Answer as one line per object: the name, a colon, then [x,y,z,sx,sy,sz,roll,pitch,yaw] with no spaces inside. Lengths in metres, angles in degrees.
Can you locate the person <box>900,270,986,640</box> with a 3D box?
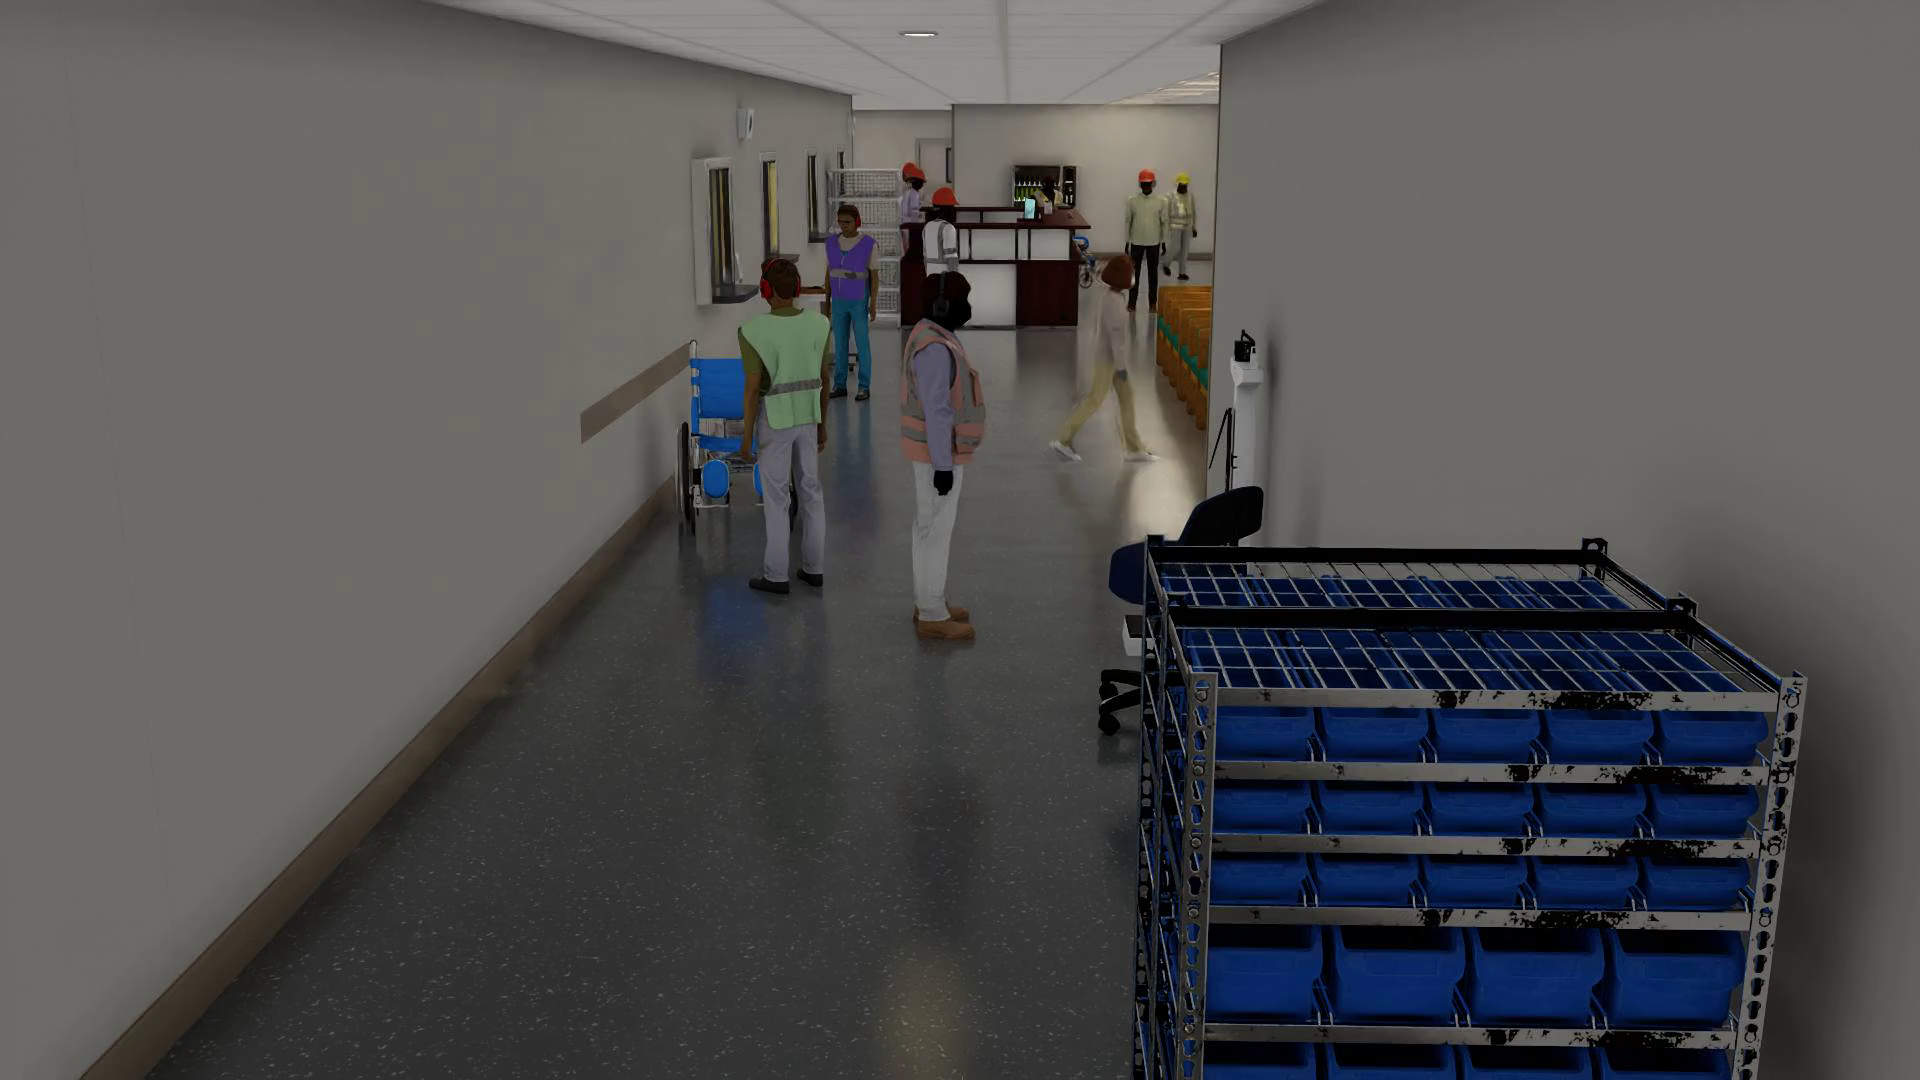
person: [-0.085,-0.430,8.385,0.429,1.842,0.630,-1,14,-2]

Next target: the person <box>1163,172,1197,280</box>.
person: [3.759,-5.366,28.459,0.600,1.815,0.471,-6,15,-24]

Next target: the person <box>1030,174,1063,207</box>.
person: [1.416,-4.978,26.868,0.633,1.835,0.429,-7,16,-28]

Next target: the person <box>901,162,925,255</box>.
person: [-0.820,-5.226,27.525,0.375,1.997,0.611,10,17,35]

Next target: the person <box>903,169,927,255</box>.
person: [-0.741,-5.045,26.988,0.460,1.900,0.574,-4,14,-17]

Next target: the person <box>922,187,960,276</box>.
person: [-0.169,-2.701,17.404,0.354,1.939,0.544,-9,17,-33]

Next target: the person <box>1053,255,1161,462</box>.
person: [1.112,-1.379,12.733,0.814,1.597,0.510,3,14,12]

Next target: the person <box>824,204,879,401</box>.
person: [-1.026,-2.248,15.769,0.563,1.839,0.389,6,15,24]

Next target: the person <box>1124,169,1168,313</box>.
person: [2.601,-4.183,23.296,0.612,1.994,0.395,3,14,12]

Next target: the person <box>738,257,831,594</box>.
person: [-0.952,-0.617,9.134,0.565,1.846,0.390,-11,18,-38]
